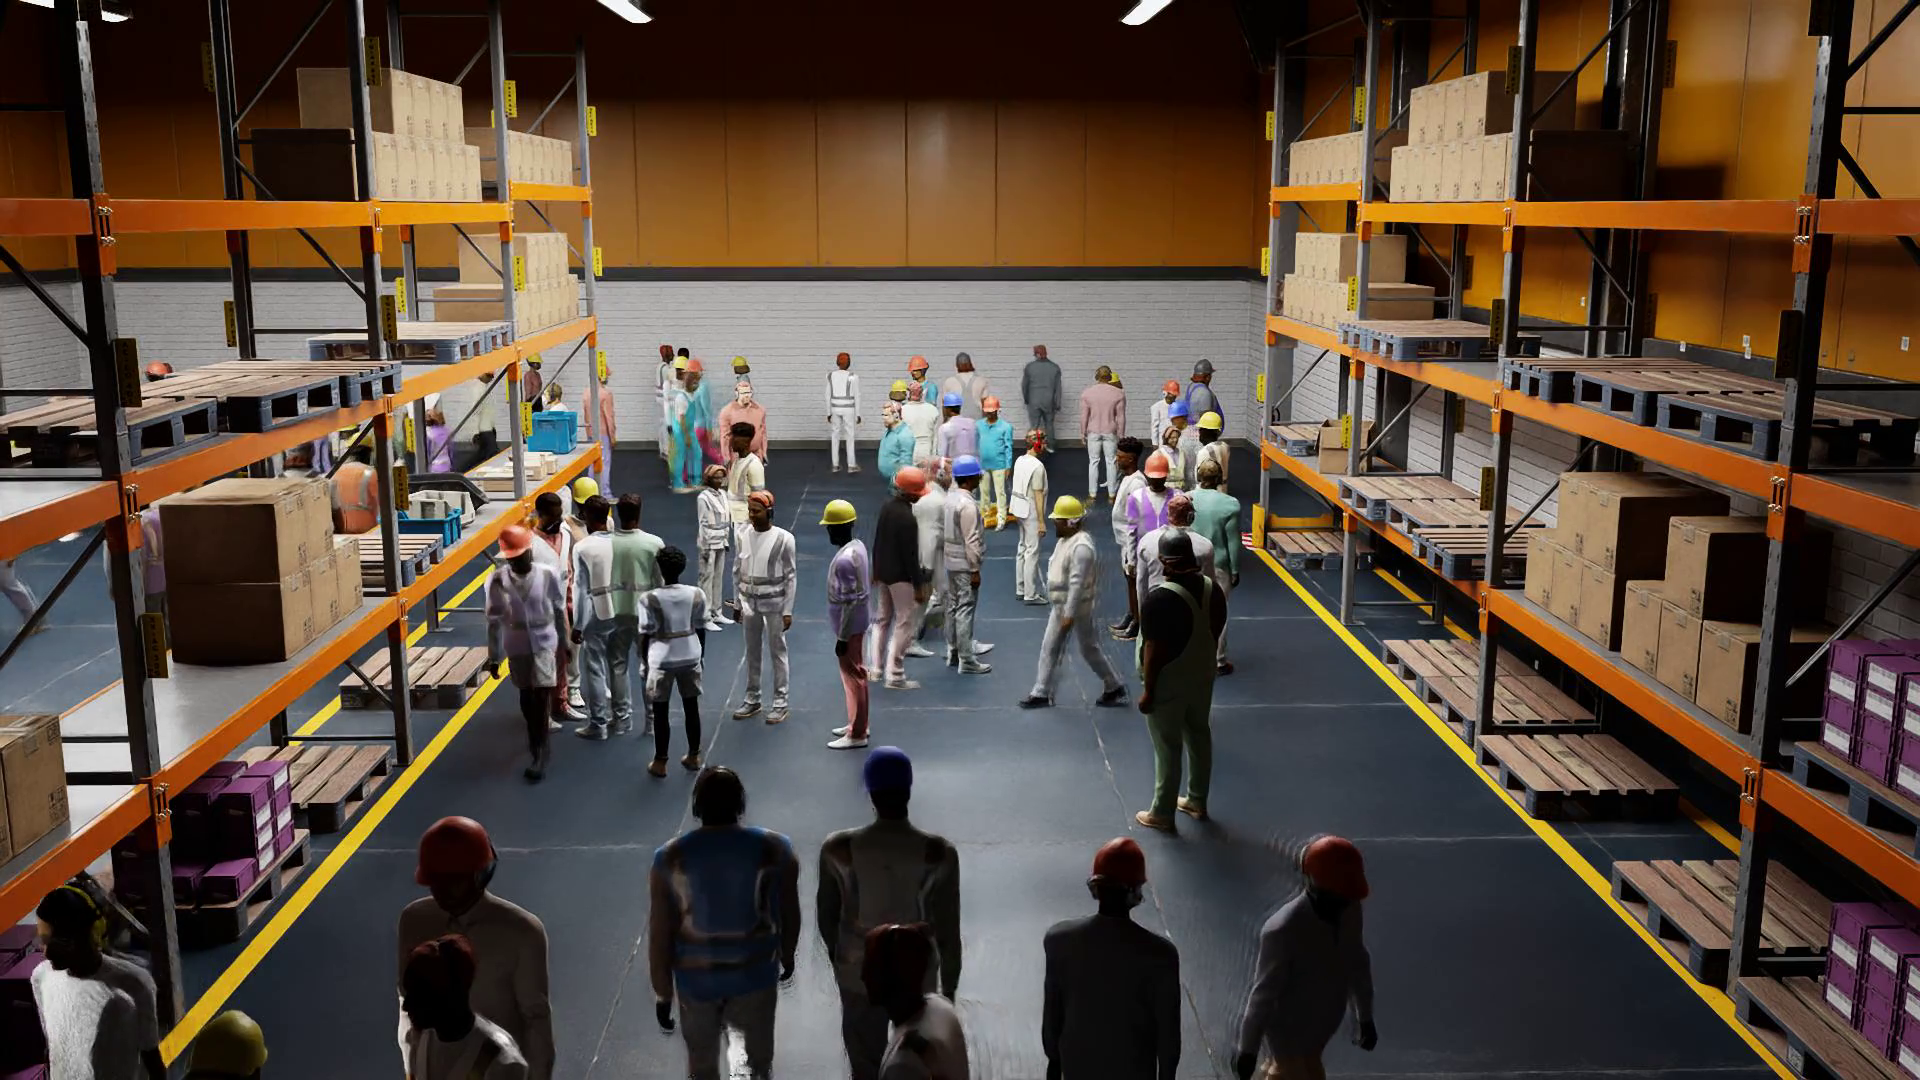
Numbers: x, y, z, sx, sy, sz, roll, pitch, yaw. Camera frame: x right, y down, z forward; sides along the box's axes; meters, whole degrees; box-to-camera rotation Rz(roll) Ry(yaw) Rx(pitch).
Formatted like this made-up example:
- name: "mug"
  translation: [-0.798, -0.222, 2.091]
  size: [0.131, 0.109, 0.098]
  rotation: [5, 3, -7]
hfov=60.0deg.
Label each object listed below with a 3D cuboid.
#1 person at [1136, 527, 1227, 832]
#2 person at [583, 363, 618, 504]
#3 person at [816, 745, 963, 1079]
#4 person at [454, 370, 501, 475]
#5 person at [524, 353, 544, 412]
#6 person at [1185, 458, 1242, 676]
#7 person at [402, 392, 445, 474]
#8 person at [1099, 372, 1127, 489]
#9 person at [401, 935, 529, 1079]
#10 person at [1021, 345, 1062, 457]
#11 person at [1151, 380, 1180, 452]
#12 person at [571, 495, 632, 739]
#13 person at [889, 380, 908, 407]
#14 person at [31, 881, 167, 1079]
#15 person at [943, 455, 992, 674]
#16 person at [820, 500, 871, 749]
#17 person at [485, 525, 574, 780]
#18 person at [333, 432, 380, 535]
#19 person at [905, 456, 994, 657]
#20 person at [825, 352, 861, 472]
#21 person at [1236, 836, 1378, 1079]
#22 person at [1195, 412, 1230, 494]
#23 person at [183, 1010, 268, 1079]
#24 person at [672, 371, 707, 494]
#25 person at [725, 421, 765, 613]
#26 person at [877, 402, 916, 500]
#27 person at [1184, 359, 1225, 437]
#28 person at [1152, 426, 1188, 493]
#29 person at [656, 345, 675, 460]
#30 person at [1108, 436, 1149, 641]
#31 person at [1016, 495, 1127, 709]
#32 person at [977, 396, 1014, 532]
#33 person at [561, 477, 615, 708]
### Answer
- name: "person"
  translation: [1.412, 0.909, 11.075]
  size: [0.678, 2.000, 0.536]
  rotation: [-9, 14, -37]
- name: "person"
  translation: [-4.987, -1.485, 23.227]
  size: [0.634, 1.982, 0.429]
  rotation: [10, 15, 40]
- name: "person"
  translation: [-0.303, 1.782, 7.075]
  size: [0.608, 1.884, 1.004]
  rotation: [-1, 11, -3]
- name: "person"
  translation: [-6.944, -1.623, 24.007]
  size: [0.921, 1.959, 0.611]
  rotation: [-2, 11, -8]
- name: "person"
  translation: [-7.018, -2.223, 27.501]
  size: [0.343, 1.758, 0.526]
  rotation: [2, 11, 9]
- name: "person"
  translation: [2.183, 0.240, 14.688]
  size: [0.628, 1.940, 0.373]
  rotation: [5, 12, 24]
- name: "person"
  translation: [-7.693, -1.506, 23.841]
  size: [0.574, 1.796, 0.839]
  rotation: [1, 11, 4]
- name: "person"
  translation: [2.247, -1.615, 24.512]
  size: [0.317, 1.733, 0.489]
  rotation: [-7, 13, -31]
- name: "person"
  translation: [-1.550, 2.140, 5.334]
  size: [0.577, 1.874, 0.379]
  rotation: [11, 16, 44]
- name: "person"
  translation: [1.347, -2.322, 27.738]
  size: [0.647, 1.859, 0.760]
  rotation: [-1, 11, -7]
- name: "person"
  translation: [2.916, -1.368, 23.223]
  size: [0.559, 1.747, 0.331]
  rotation: [-7, 13, -31]
- name: "person"
  translation: [-2.768, 0.596, 12.995]
  size: [0.390, 1.905, 0.598]
  rotation: [7, 13, 33]
- name: "person"
  translation: [-0.840, -1.360, 23.202]
  size: [0.295, 1.744, 0.484]
  rotation: [0, 11, -1]
- name: "person"
  translation: [-2.972, 2.041, 5.892]
  size: [0.517, 1.851, 0.607]
  rotation: [4, 12, 17]
- name: "person"
  translation: [0.043, 0.212, 14.797]
  size: [0.379, 1.951, 0.602]
  rotation: [-4, 12, -19]
- name: "person"
  translation: [-0.875, 0.640, 12.713]
  size: [0.383, 1.922, 0.593]
  rotation: [1, 11, 4]
- name: "person"
  translation: [-3.153, 0.777, 12.210]
  size: [0.608, 1.869, 0.993]
  rotation: [-3, 12, -13]
- name: "person"
  translation: [-5.980, -0.132, 16.671]
  size: [0.712, 1.889, 0.482]
  rotation: [4, 12, 20]
- name: "person"
  translation: [-0.122, 0.167, 15.236]
  size: [0.945, 1.860, 0.654]
  rotation: [-1, 11, -6]
- name: "person"
  translation: [-1.824, -1.997, 26.037]
  size: [0.584, 1.883, 0.337]
  rotation: [4, 12, 20]
- name: "person"
  translation: [1.426, 1.962, 6.675]
  size: [0.630, 1.684, 0.921]
  rotation: [-11, 16, -44]
- name: "person"
  translation: [2.711, -0.433, 18.082]
  size: [0.358, 1.930, 0.590]
  rotation: [7, 13, 32]
- name: "person"
  translation: [-2.175, 2.256, 5.075]
  size: [0.547, 1.736, 0.750]
  rotation: [-1, 11, -3]
- name: "person"
  translation: [-3.876, -1.528, 23.916]
  size: [0.705, 1.793, 0.577]
  rotation: [3, 12, 13]
- name: "person"
  translation: [-2.200, -0.244, 17.041]
  size: [0.367, 1.967, 0.604]
  rotation: [-6, 13, -28]
- name: "person"
  translation: [-0.760, -0.656, 19.284]
  size: [0.402, 1.900, 0.641]
  rotation: [-5, 12, -25]
- name: "person"
  translation: [3.408, -1.498, 23.144]
  size: [0.539, 2.000, 0.689]
  rotation: [-2, 12, -12]
- name: "person"
  translation: [2.408, -0.496, 19.126]
  size: [0.514, 1.641, 0.309]
  rotation: [-7, 13, -31]
- name: "person"
  translation: [-4.826, -2.270, 27.414]
  size: [0.356, 1.883, 0.573]
  rotation: [-5, 12, -24]
- name: "person"
  translation: [1.632, -0.019, 15.912]
  size: [0.367, 1.967, 0.600]
  rotation: [0, 11, -1]
- name: "person"
  translation: [0.956, 0.518, 13.669]
  size: [0.901, 1.796, 0.596]
  rotation: [-3, 12, -17]
- name: "person"
  translation: [0.403, -0.979, 21.291]
  size: [0.563, 1.743, 0.350]
  rotation: [6, 13, 26]
- name: "person"
  translation: [-3.088, 0.422, 13.818]
  size: [0.383, 1.918, 0.594]
  rotation: [11, 16, 44]
